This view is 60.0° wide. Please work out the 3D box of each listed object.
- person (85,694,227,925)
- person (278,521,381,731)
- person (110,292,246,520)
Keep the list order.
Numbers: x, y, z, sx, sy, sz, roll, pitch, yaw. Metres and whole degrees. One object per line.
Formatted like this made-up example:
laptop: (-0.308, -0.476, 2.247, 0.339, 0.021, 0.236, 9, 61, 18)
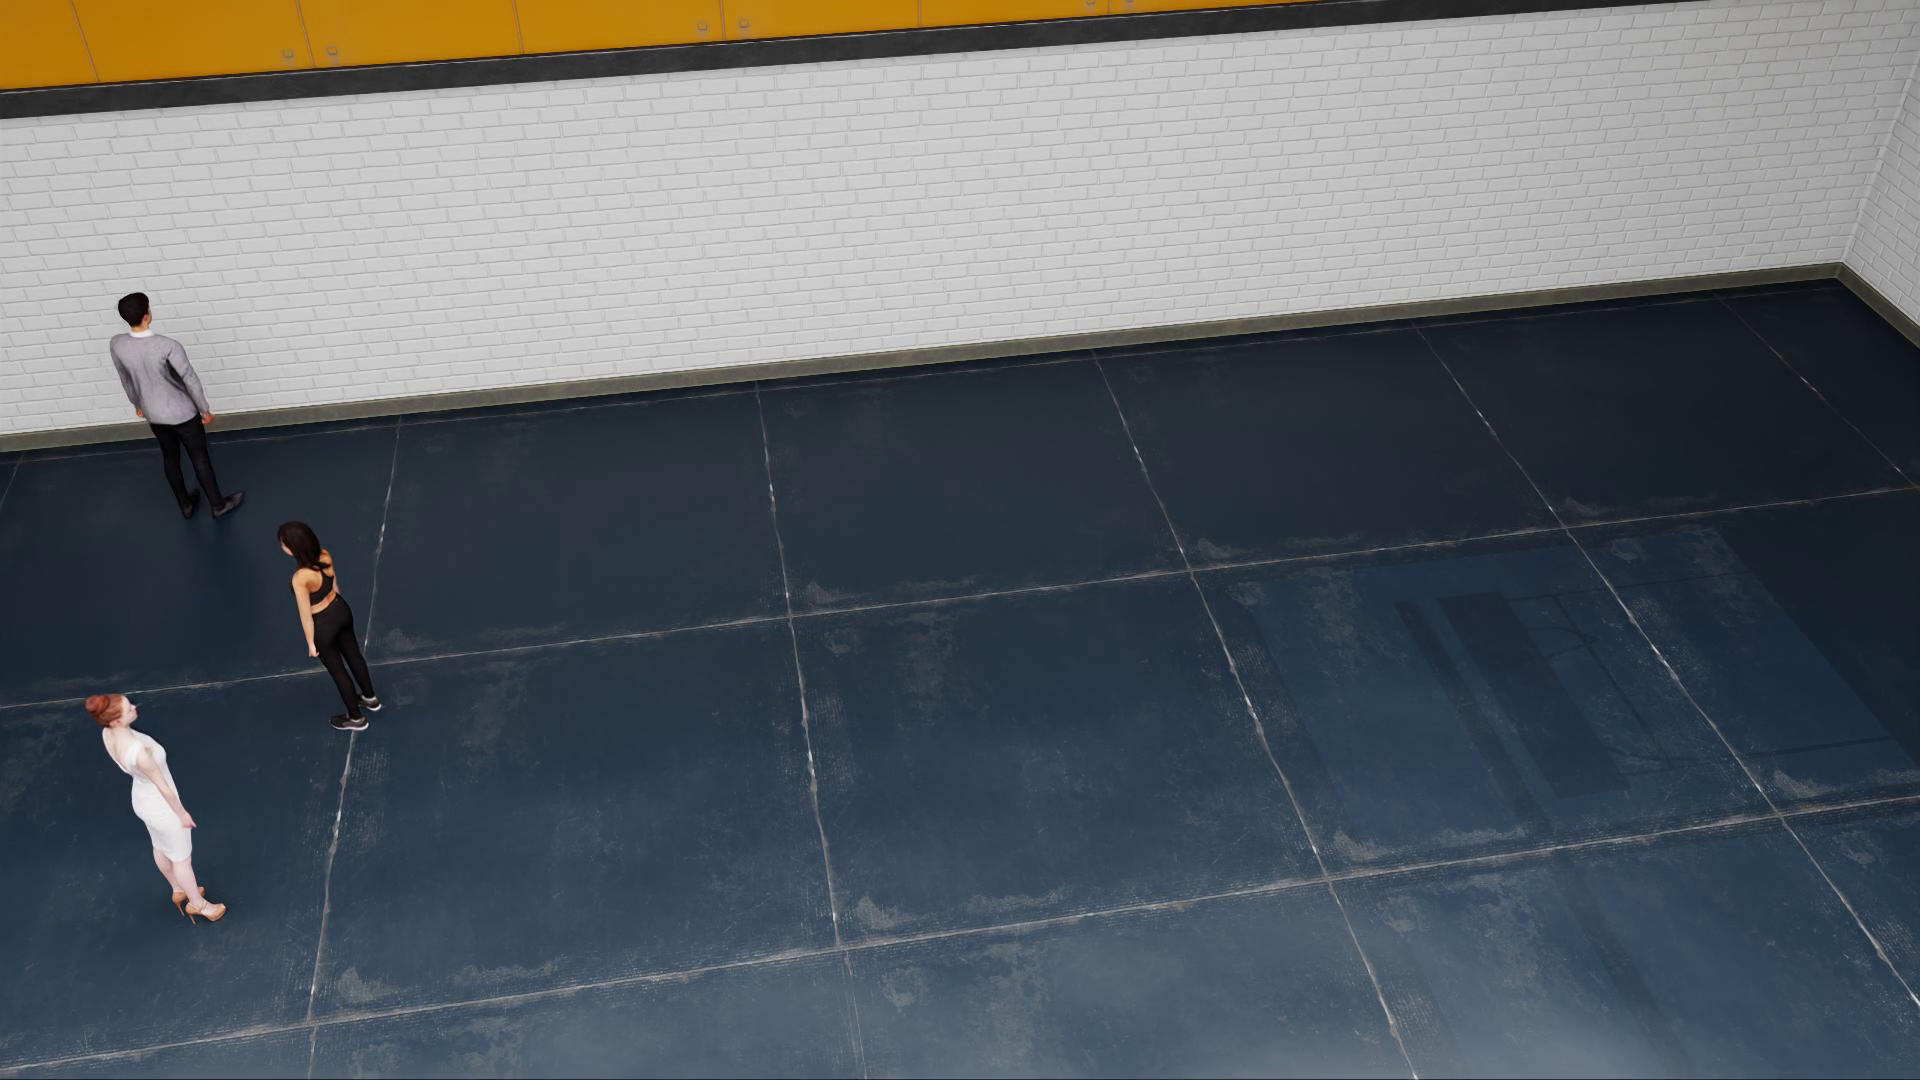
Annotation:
person: (-4.546, 1.516, 9.402, 0.611, 1.792, 0.686, 27, 46, 29)
person: (-4.066, 0.540, 10.745, 0.668, 1.642, 0.565, 11, 40, 13)
person: (-5.918, -0.985, 12.430, 0.810, 1.921, 0.725, 4, 39, 5)
